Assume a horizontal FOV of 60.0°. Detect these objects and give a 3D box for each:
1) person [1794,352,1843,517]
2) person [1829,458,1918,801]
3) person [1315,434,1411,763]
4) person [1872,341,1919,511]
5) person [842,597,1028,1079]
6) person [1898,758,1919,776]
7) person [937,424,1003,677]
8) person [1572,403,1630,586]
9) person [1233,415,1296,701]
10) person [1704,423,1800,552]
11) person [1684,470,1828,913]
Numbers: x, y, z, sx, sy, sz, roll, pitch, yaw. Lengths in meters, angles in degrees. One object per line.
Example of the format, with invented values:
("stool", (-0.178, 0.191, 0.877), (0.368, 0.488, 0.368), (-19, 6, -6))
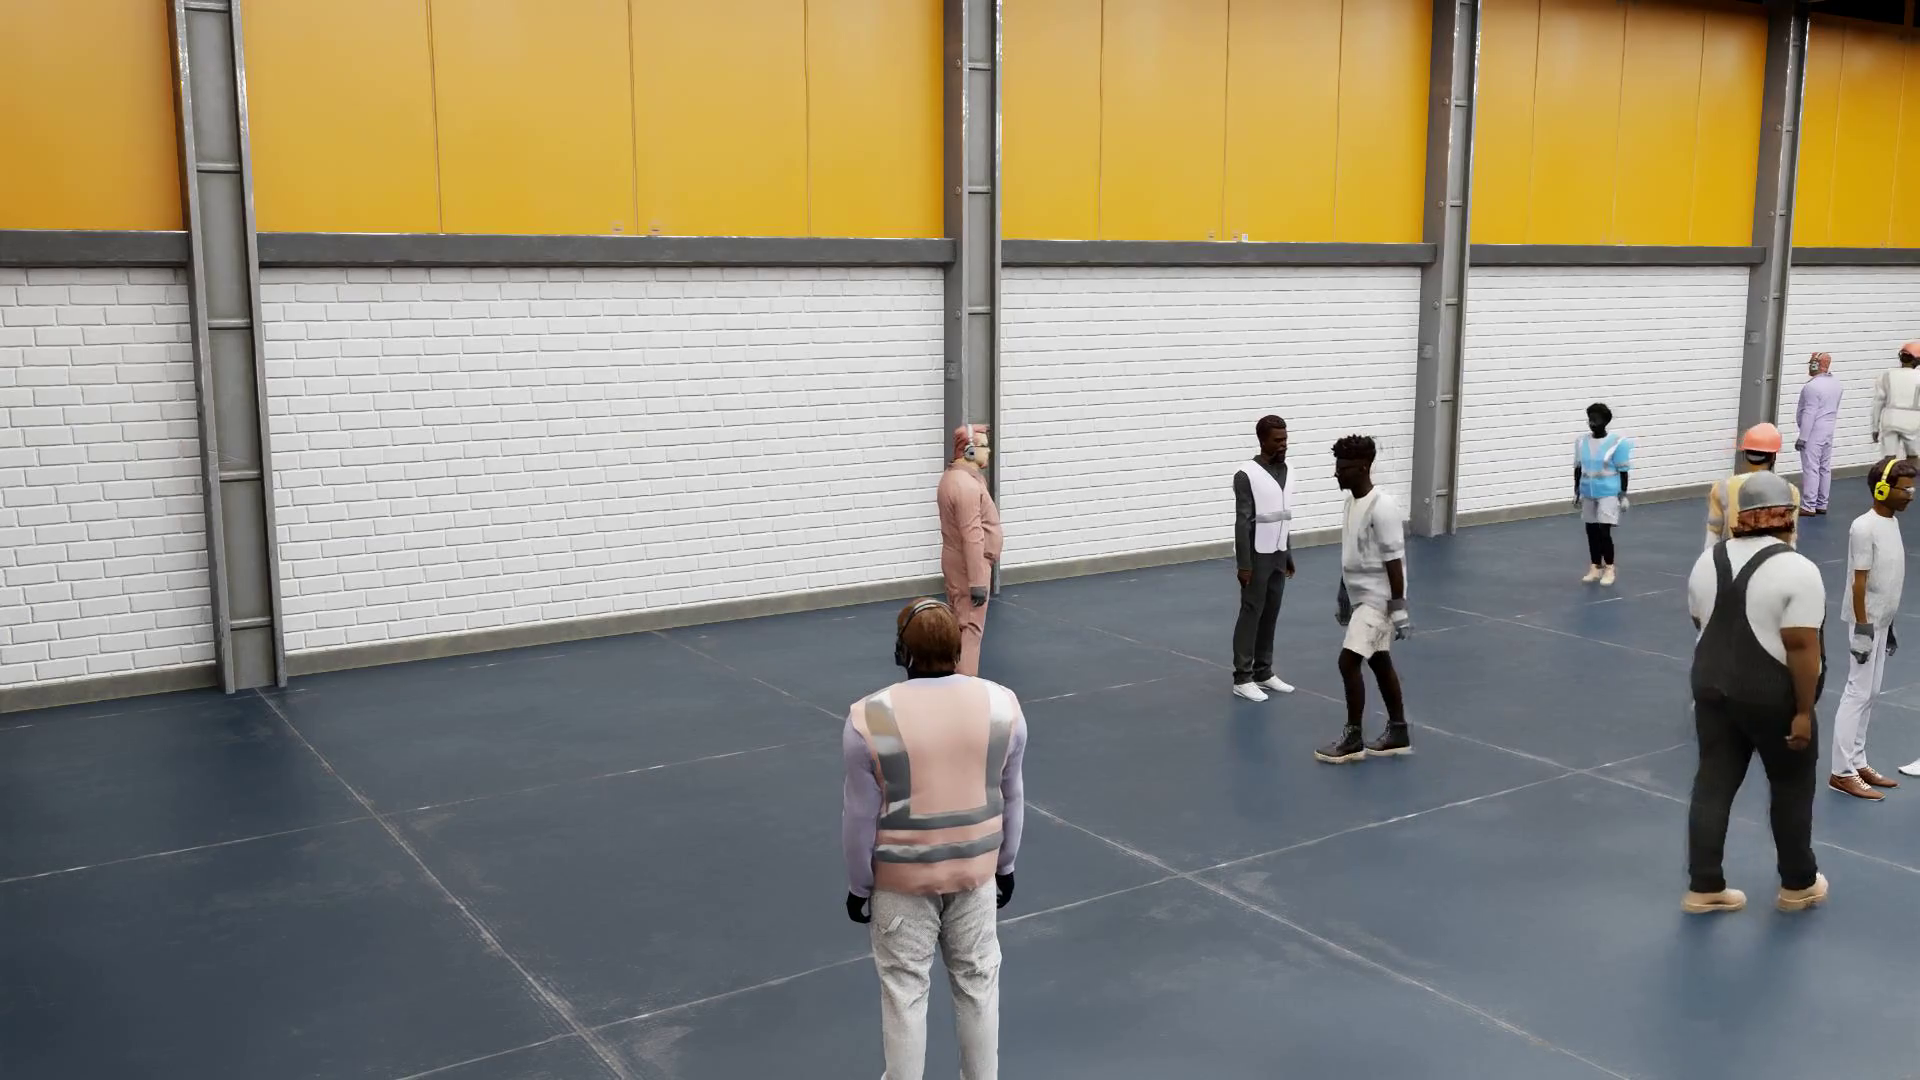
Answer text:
("person", (9.899, -1.224, 19.283), (0.637, 1.911, 0.406), (-6, 11, -34))
("person", (5.037, 0.481, 9.147), (0.328, 1.865, 0.508), (9, 13, 43))
("person", (2.356, 0.344, 9.767), (0.757, 1.925, 0.629), (-1, 9, -4))
("person", (11.114, -1.333, 19.618), (0.644, 2.013, 0.573), (9, 13, 42))
("person", (-0.096, 1.095, 5.504), (0.627, 1.847, 0.429), (-3, 10, -19))
("person", (5.773, 0.437, 9.393), (0.687, 1.883, 0.602), (-5, 11, -27))
("person", (0.073, 0.209, 10.652), (0.411, 1.909, 0.643), (-2, 10, -11))
("person", (5.808, -0.411, 15.103), (0.411, 1.672, 0.545), (-7, 12, -35))
("person", (2.047, 0.108, 11.223), (0.376, 1.917, 0.600), (9, 13, 43))
("person", (5.016, 0.211, 10.623), (0.549, 1.918, 0.757), (9, 13, 44))
("person", (3.624, 0.661, 7.528), (0.820, 2.000, 0.717), (-5, 11, -27))
